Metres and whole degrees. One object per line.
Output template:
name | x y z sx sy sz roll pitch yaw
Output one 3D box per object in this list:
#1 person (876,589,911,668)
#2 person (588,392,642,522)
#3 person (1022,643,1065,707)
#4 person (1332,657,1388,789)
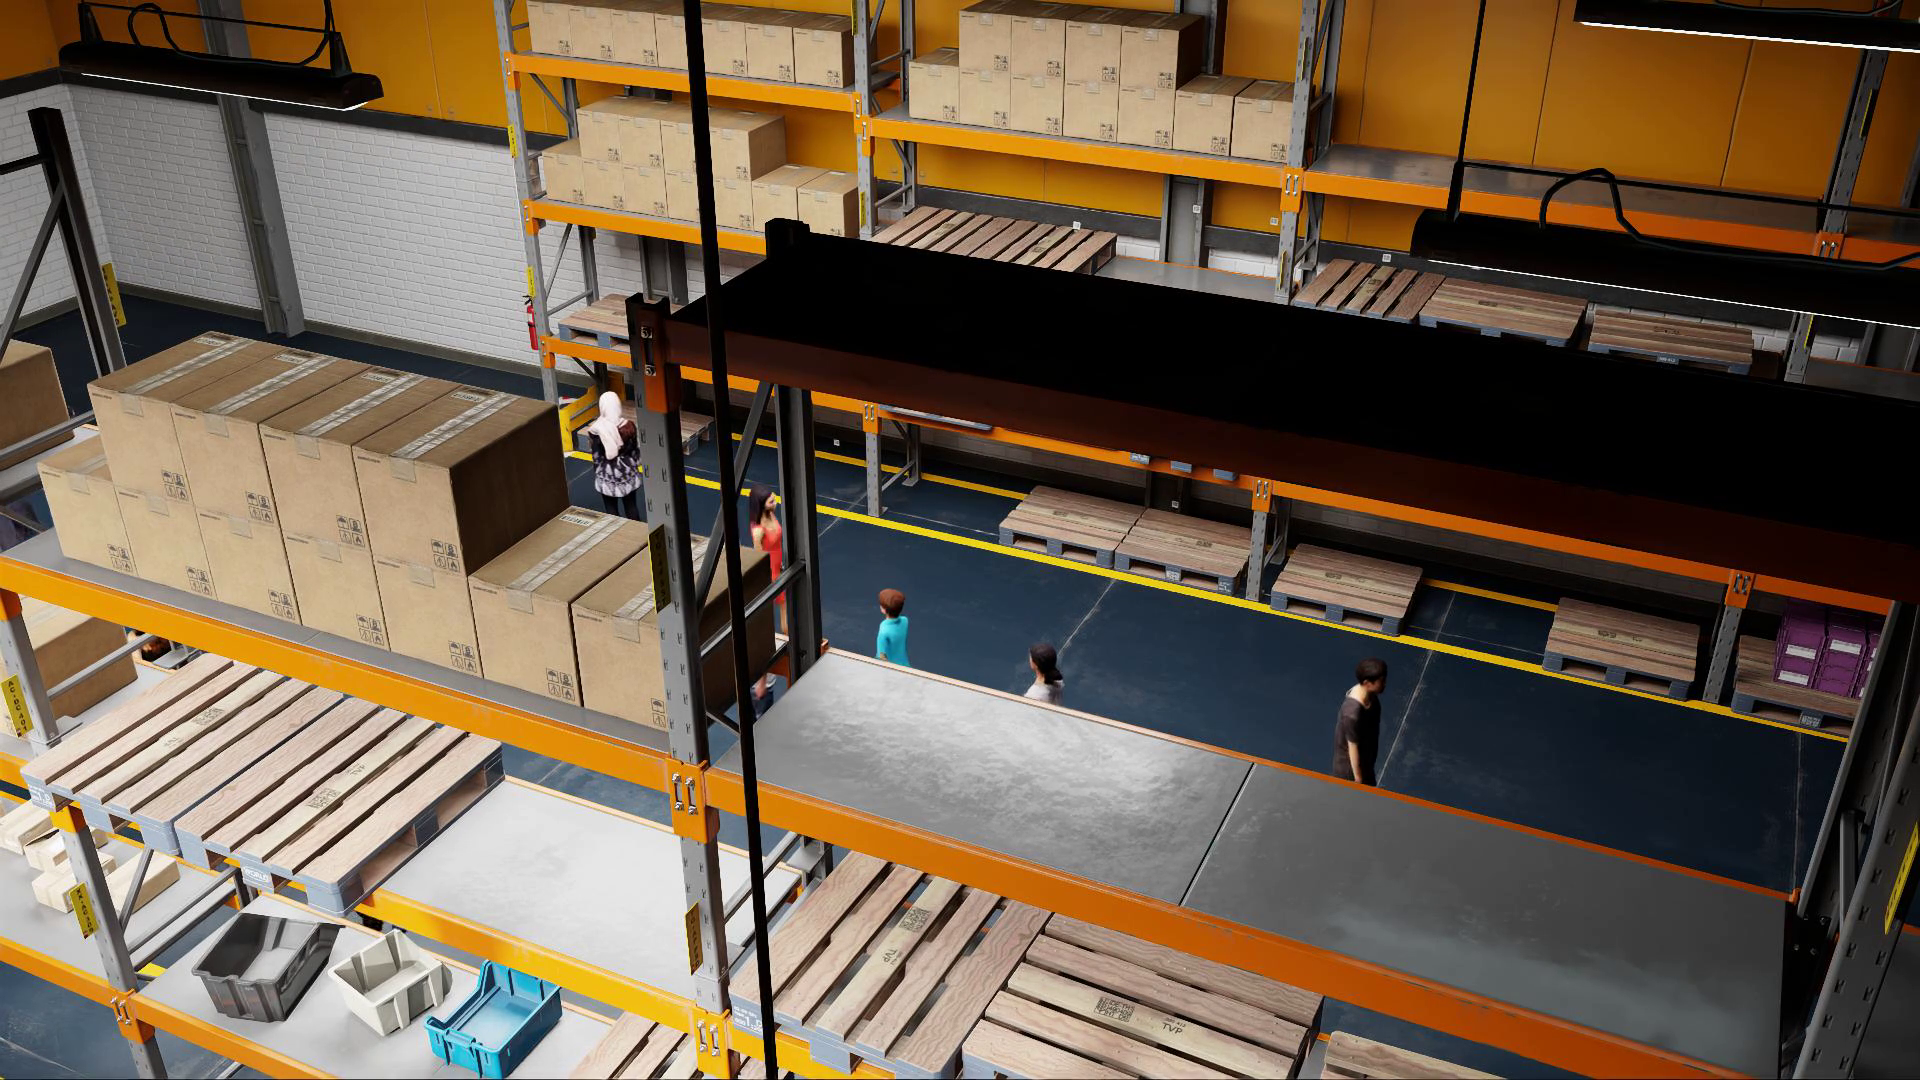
person | -0.480 1.054 13.182 0.828 1.435 0.651 20 34 32
person | -3.321 -0.660 16.119 0.738 1.631 0.780 -15 32 -25
person | 0.679 1.562 11.950 1.183 1.724 0.811 22 36 35
person | 2.769 1.561 12.005 1.057 1.673 0.697 16 32 26
